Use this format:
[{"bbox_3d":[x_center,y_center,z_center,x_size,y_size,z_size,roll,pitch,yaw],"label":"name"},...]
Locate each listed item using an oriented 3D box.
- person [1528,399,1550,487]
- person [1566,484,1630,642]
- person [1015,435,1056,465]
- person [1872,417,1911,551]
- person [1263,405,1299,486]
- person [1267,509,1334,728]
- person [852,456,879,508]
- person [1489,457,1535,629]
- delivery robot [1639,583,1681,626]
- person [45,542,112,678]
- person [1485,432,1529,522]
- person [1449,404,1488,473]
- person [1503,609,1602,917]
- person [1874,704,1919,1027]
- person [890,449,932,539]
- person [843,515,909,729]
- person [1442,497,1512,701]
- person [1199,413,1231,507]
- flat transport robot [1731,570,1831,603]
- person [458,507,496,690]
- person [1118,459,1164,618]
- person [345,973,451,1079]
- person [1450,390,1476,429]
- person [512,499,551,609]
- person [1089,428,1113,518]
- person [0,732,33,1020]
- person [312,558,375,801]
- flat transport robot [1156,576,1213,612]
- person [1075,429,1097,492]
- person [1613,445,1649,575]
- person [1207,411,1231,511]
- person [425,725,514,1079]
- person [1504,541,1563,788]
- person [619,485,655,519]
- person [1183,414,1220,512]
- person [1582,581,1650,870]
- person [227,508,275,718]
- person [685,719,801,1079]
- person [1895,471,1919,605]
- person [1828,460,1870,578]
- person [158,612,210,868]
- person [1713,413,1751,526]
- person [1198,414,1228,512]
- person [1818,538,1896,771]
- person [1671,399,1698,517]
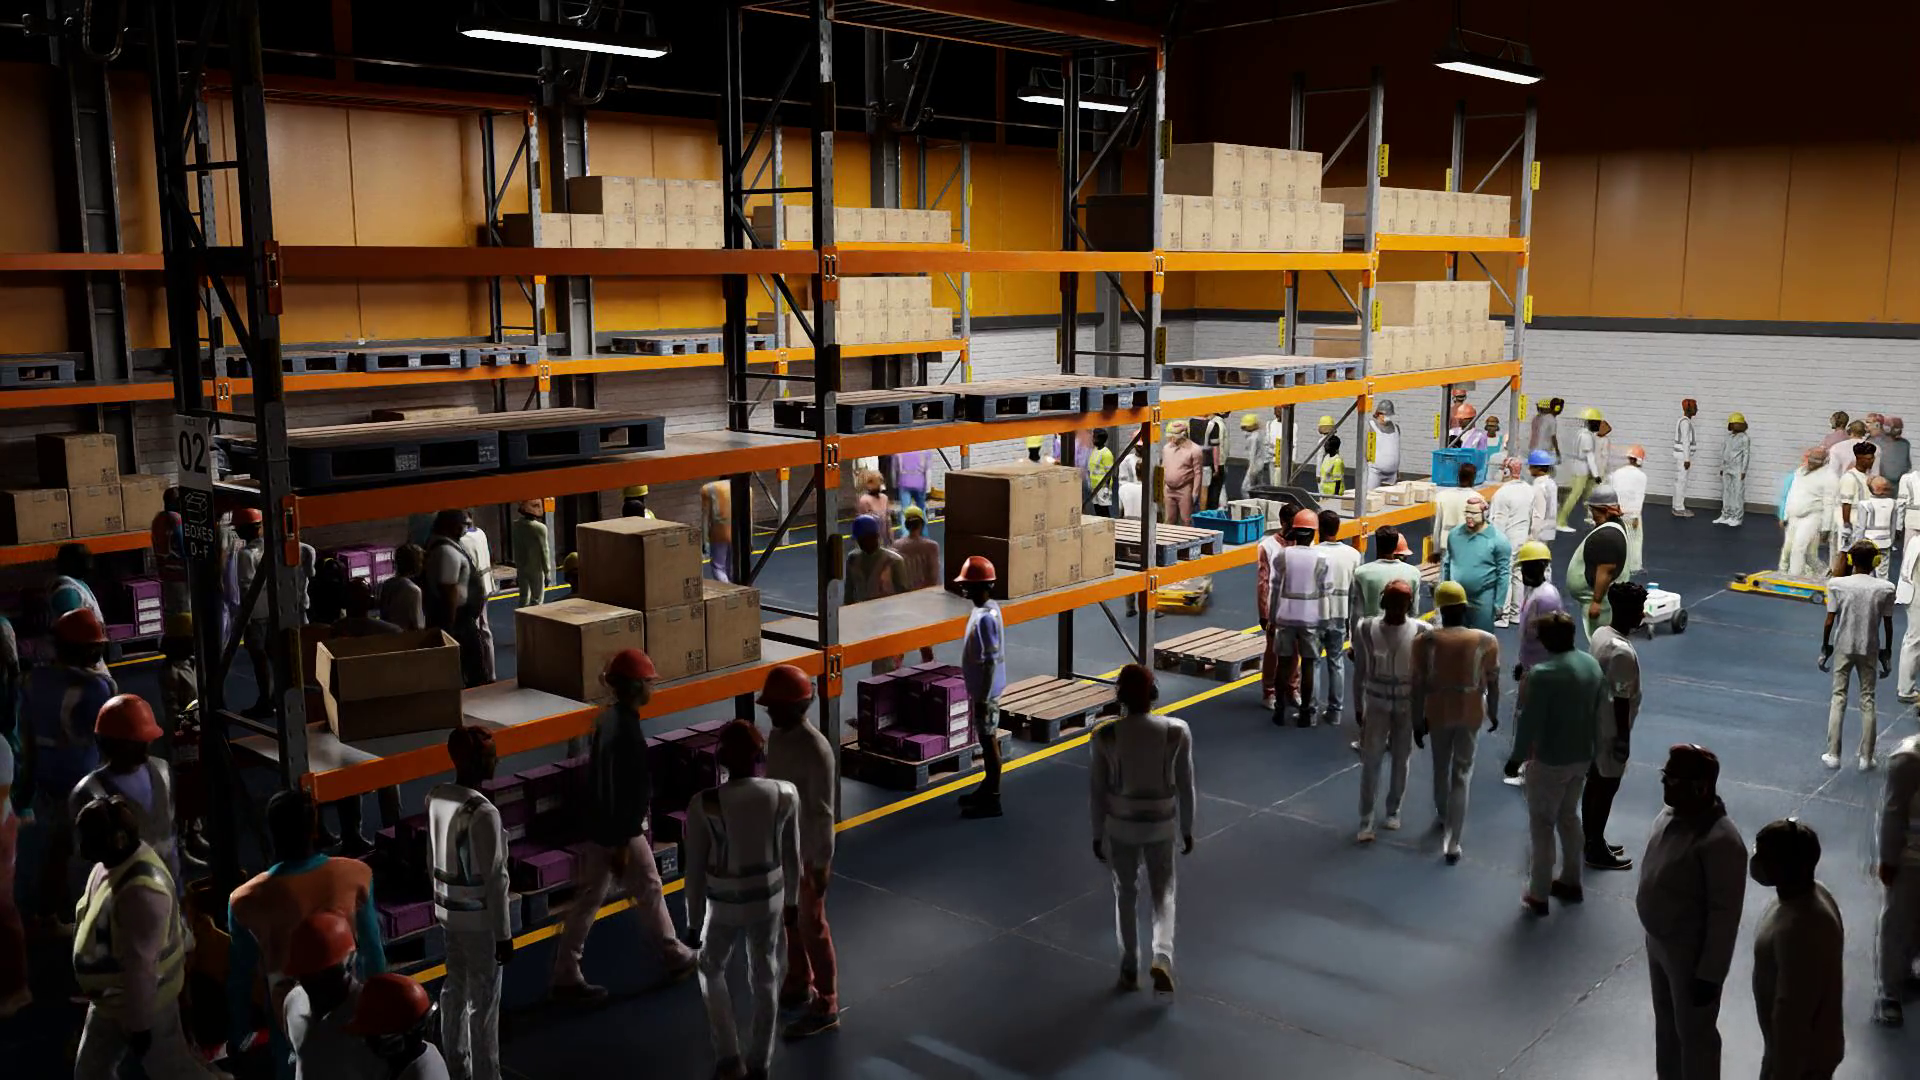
[{"bbox_3d":[9.861,-1.531,28.288,0.344,1.753,0.536,6,11,34],"label":"person"},{"bbox_3d":[5.887,0.485,15.387,0.536,2.000,0.688,6,11,31],"label":"person"},{"bbox_3d":[0.972,-0.471,21.474,0.590,1.911,0.673,0,10,0],"label":"person"},{"bbox_3d":[13.164,-0.804,23.544,0.660,1.888,0.614,-2,10,-9],"label":"person"},{"bbox_3d":[5.048,-1.245,26.203,0.575,1.880,0.360,9,13,42],"label":"person"},{"bbox_3d":[2.976,0.686,14.556,0.561,1.921,0.393,3,10,15],"label":"person"},{"bbox_3d":[-1.308,-0.711,23.106,0.378,1.844,0.569,3,10,17],"label":"person"},{"bbox_3d":[6.090,0.028,18.520,0.643,1.908,0.408,-8,13,-41],"label":"person"},{"bbox_3d":[7.564,0.713,18.175,0.707,0.478,0.477,-8,13,-40],"label":"delivery robot"},{"bbox_3d":[-7.067,0.923,13.425,0.563,1.825,0.624,-3,10,-20],"label":"person"},{"bbox_3d":[7.557,-0.641,23.068,0.589,1.716,0.462,1,10,8],"label":"person"},{"bbox_3d":[7.237,-0.940,23.897,0.615,2.039,0.387,7,12,37],"label":"person"},{"bbox_3d":[3.762,1.375,10.432,0.652,1.920,0.426,-8,12,-39],"label":"person"},{"bbox_3d":[5.161,1.695,8.959,0.662,1.783,0.405,-7,12,-34],"label":"person"},{"bbox_3d":[-0.677,-0.752,23.350,0.611,1.882,0.875,0,10,-1],"label":"person"},{"bbox_3d":[-0.698,0.694,14.615,0.653,1.886,1.026,6,11,33],"label":"person"},{"bbox_3d":[4.752,0.544,15.435,0.400,1.910,0.643,-9,13,-44],"label":"person"},{"bbox_3d":[4.249,-1.380,27.577,0.486,1.683,0.542,-6,11,-30],"label":"person"},{"bbox_3d":[10.231,0.565,20.188,0.652,0.197,1.431,-8,12,-39],"label":"flat transport robot"},{"bbox_3d":[-4.605,0.535,15.713,0.394,1.836,0.561,1,10,5],"label":"person"},{"bbox_3d":[2.061,-0.011,18.956,0.563,1.837,0.388,7,12,35],"label":"person"},{"bbox_3d":[-1.835,2.274,5.570,0.339,1.748,0.564,-4,10,-23],"label":"person"},{"bbox_3d":[8.374,-1.607,28.016,0.622,1.994,0.381,-2,10,-15],"label":"person"},{"bbox_3d":[-4.515,0.326,17.583,0.503,1.623,0.297,6,11,31],"label":"person"},{"bbox_3d":[2.016,-0.775,23.930,0.316,1.698,0.541,-3,10,-20],"label":"person"},{"bbox_3d":[-5.313,1.605,8.702,0.708,2.000,0.792,1,10,8],"label":"person"},{"bbox_3d":[-4.682,1.050,12.562,0.327,1.861,0.514,3,10,20],"label":"person"},{"bbox_3d":[2.620,0.615,19.885,0.652,0.197,1.431,3,10,15],"label":"flat transport robot"},{"bbox_3d":[2.159,-1.630,29.007,0.529,1.715,0.941,9,13,42],"label":"person"},{"bbox_3d":[8.573,-0.375,21.506,0.840,1.718,0.572,-4,10,-22],"label":"person"},{"bbox_3d":[4.013,-1.219,25.737,0.408,1.986,0.617,0,10,0],"label":"person"},{"bbox_3d":[-2.327,1.806,7.966,0.584,1.882,0.337,9,13,43],"label":"person"},{"bbox_3d":[4.502,0.961,13.002,0.399,1.892,0.634,2,10,10],"label":"person"},{"bbox_3d":[-3.196,0.335,16.670,0.397,1.919,0.581,-2,10,-11],"label":"person"},{"bbox_3d":[3.689,-1.192,25.453,0.617,2.028,0.410,5,11,28],"label":"person"},{"bbox_3d":[4.388,1.232,11.197,0.371,1.958,0.599,1,10,5],"label":"person"},{"bbox_3d":[-6.295,0.629,14.883,0.395,1.929,0.555,1,10,8],"label":"person"},{"bbox_3d":[-1.058,1.781,8.129,0.607,1.873,0.405,-4,10,-23],"label":"person"},{"bbox_3d":[11.379,-0.171,19.641,0.594,1.927,0.367,5,11,27],"label":"person"},{"bbox_3d":[11.099,-0.207,20.784,0.541,1.621,0.414,5,11,30],"label":"person"},{"bbox_3d":[-5.192,1.339,11.212,0.340,1.733,0.496,-1,10,-5],"label":"person"},{"bbox_3d":[11.937,-1.090,25.676,0.304,1.745,0.483,-3,10,-20],"label":"person"},{"bbox_3d":[4.167,-1.282,27.253,0.452,1.612,0.671,1,10,7],"label":"person"},{"bbox_3d":[7.185,0.915,13.345,0.521,1.865,0.319,4,10,25],"label":"person"},{"bbox_3d":[11.626,-1.323,26.657,0.355,1.883,0.575,3,10,17],"label":"person"}]
